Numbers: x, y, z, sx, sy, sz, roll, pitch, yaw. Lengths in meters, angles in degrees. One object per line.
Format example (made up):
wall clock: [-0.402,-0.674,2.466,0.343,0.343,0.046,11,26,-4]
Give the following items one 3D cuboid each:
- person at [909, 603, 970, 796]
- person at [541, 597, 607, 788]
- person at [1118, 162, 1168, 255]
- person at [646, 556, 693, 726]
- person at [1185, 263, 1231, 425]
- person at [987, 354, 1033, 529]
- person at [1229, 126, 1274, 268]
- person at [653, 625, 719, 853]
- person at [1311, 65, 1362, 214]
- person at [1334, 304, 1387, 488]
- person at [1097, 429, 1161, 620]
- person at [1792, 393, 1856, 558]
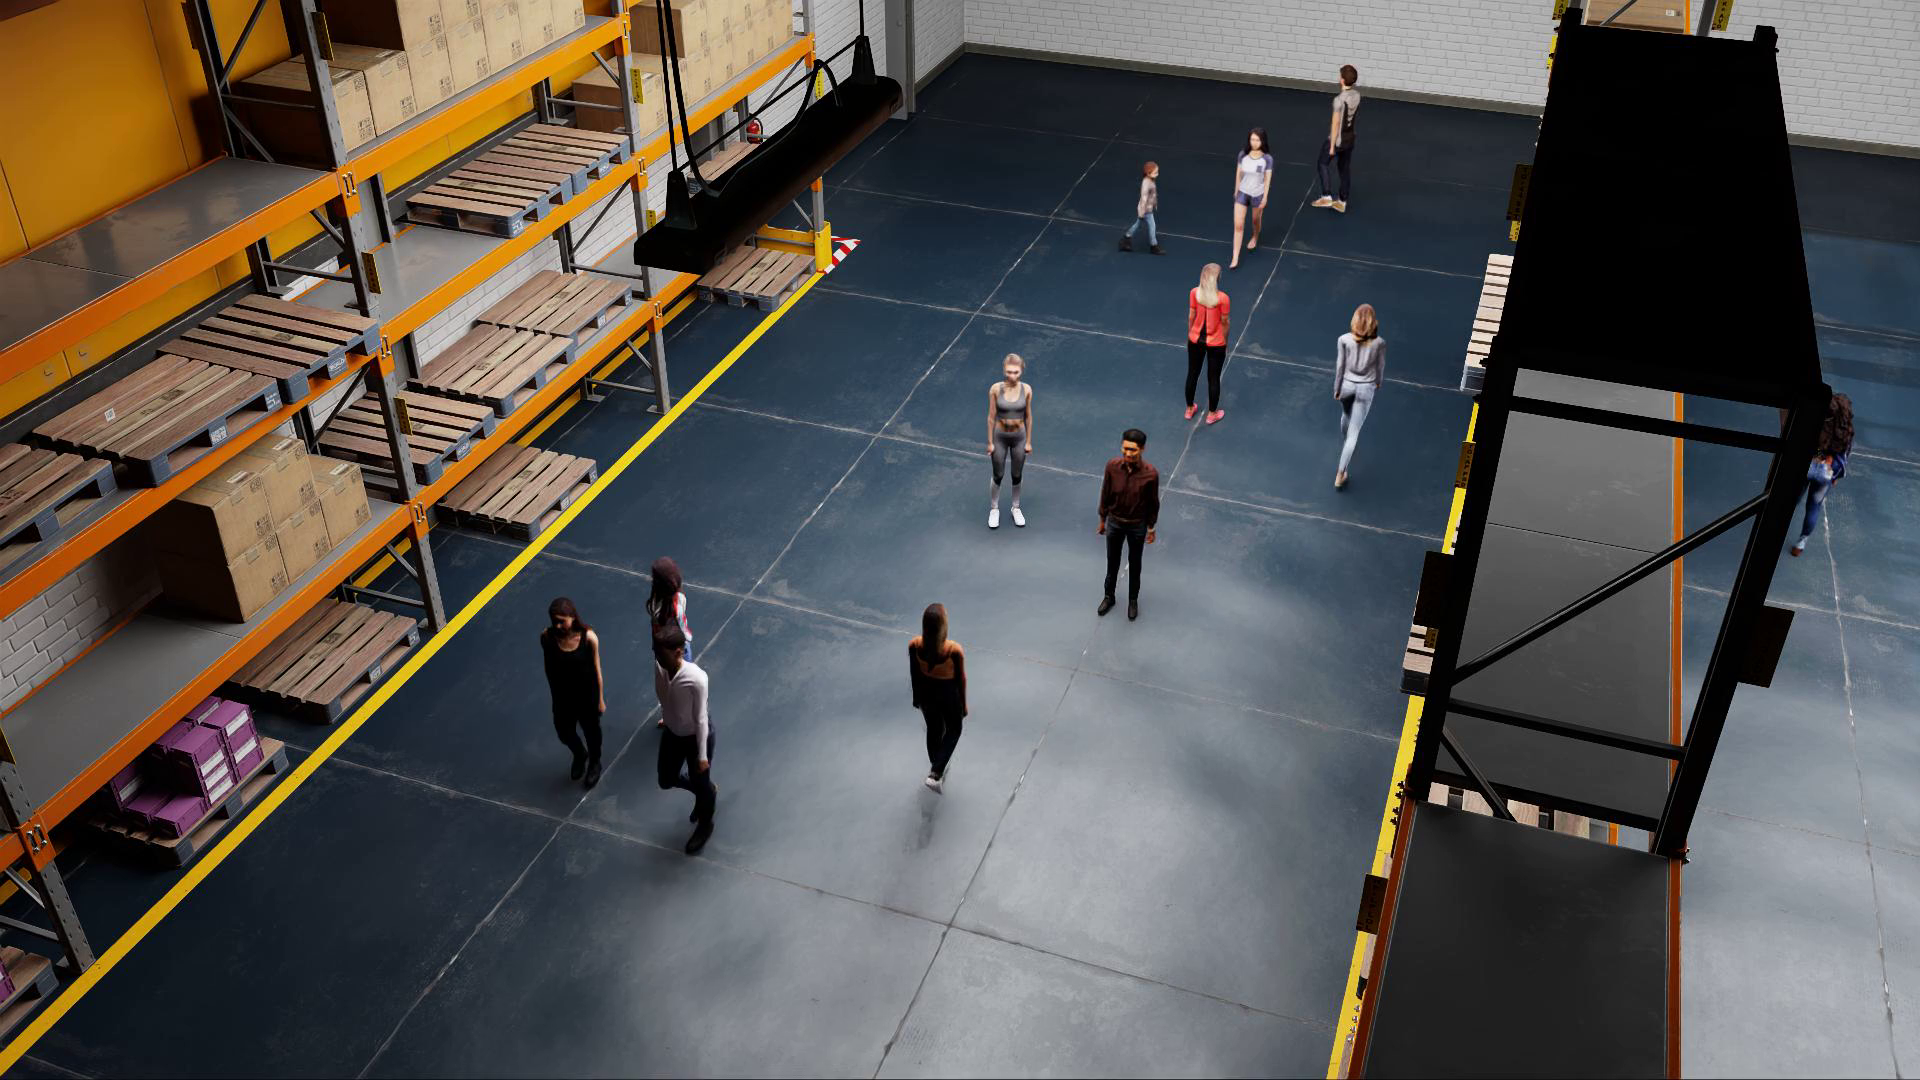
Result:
person: [-0.175,1.191,12.024,0.591,1.621,0.794,10,35,15]
person: [-2.768,1.056,12.178,0.664,1.676,0.677,0,34,0]
person: [2.222,-4.066,20.336,0.612,1.175,0.797,6,34,9]
person: [-2.174,0.811,12.605,0.684,1.611,0.672,-23,40,-30]
person: [2.484,-1.985,16.737,0.633,1.694,0.597,19,38,26]
person: [0.446,-0.910,15.108,0.644,1.707,0.664,-3,34,-5]
person: [3.559,-4.181,20.080,0.610,1.650,1.145,13,36,19]
person: [-1.836,1.315,11.628,0.719,1.854,0.789,19,38,26]
person: [4.929,-5.081,21.226,0.769,1.880,0.841,-20,39,-27]
person: [3.733,-1.325,15.700,0.602,1.743,1.155,12,35,17]
person: [1.403,-0.153,13.902,0.639,1.781,0.500,11,35,17]
person: [7.543,-0.583,14.694,0.625,1.621,0.566,15,36,21]
